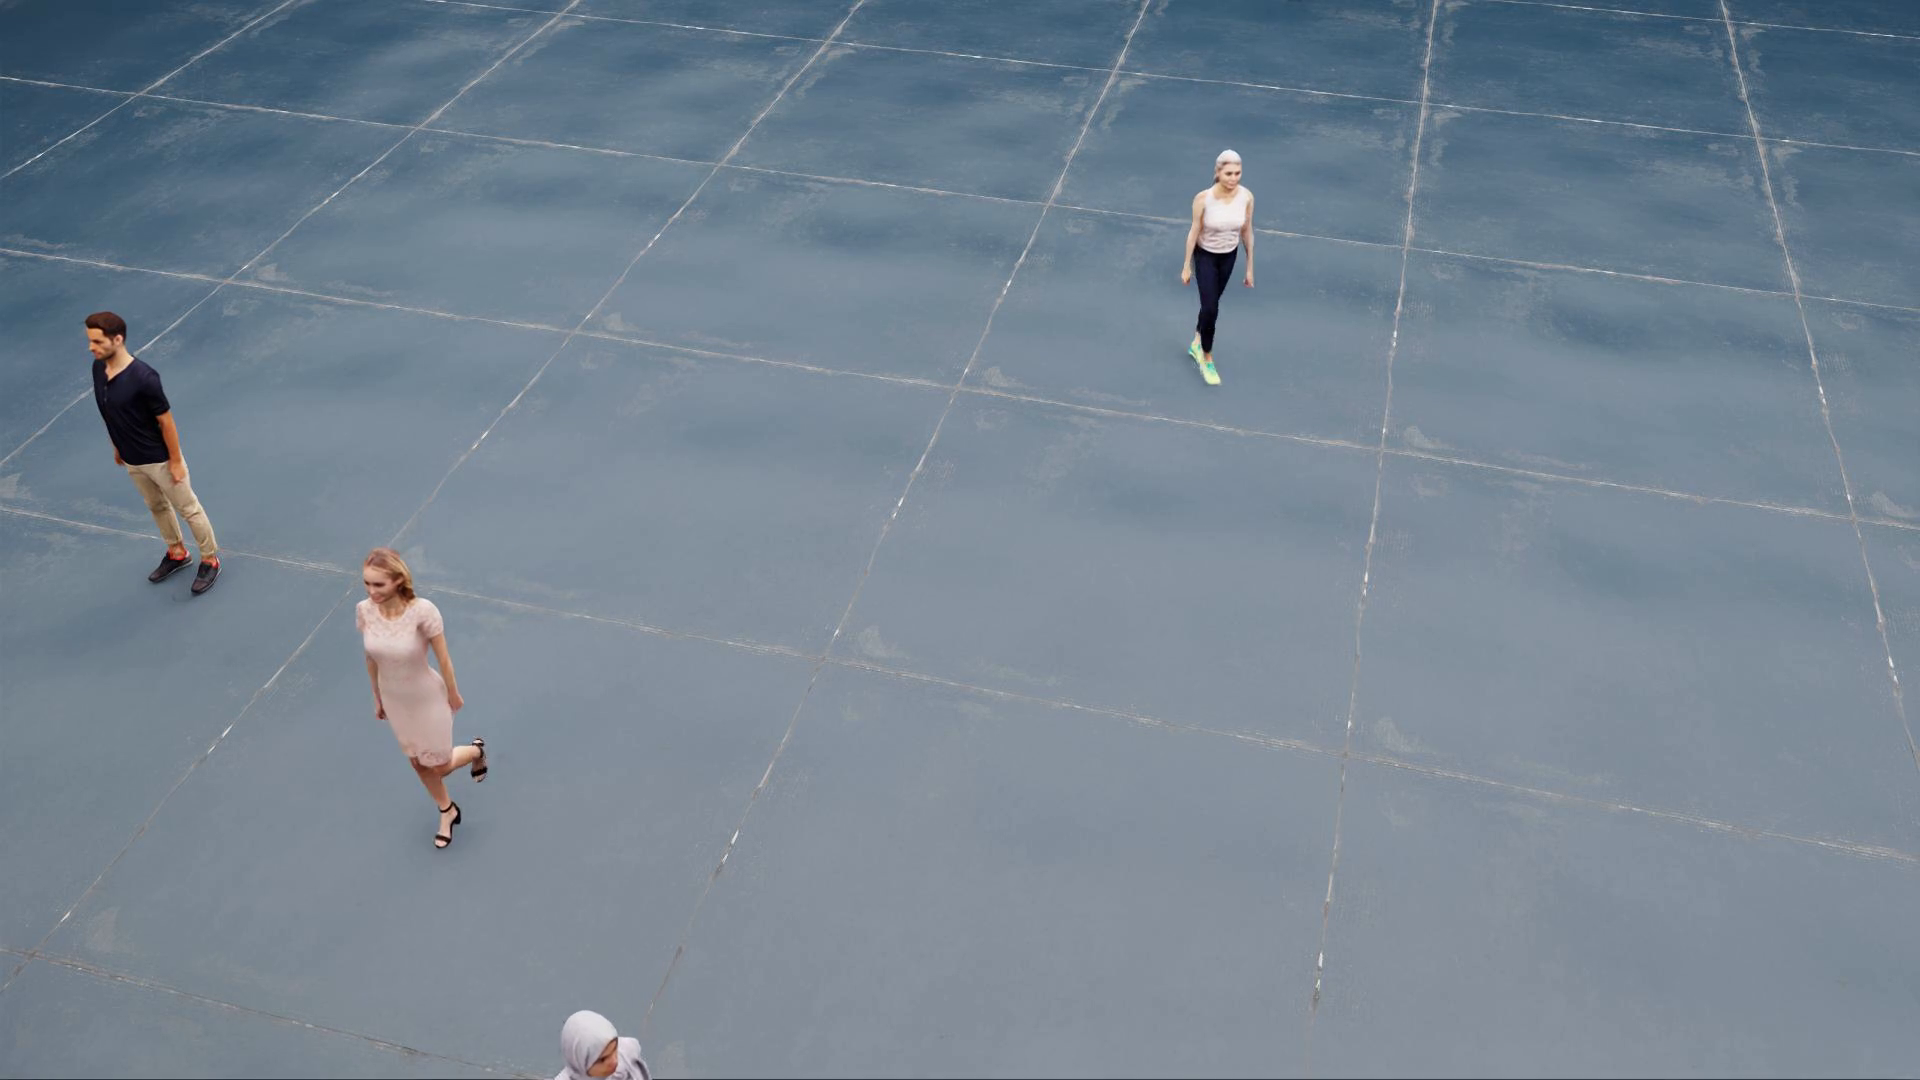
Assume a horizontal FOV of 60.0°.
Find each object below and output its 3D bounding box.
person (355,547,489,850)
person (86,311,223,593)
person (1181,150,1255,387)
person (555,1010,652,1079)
[{"bbox_3d":[-2.619,0.730,8.148,0.573,1.818,0.754,8,39,11],"label":"person"},{"bbox_3d":[-4.727,-0.522,9.715,0.667,1.859,0.570,15,40,18],"label":"person"},{"bbox_3d":[1.766,-1.997,11.741,0.850,1.686,0.938,-11,39,-14],"label":"person"},{"bbox_3d":[-1.367,2.313,6.180,0.973,1.750,1.100,27,46,31],"label":"person"}]
